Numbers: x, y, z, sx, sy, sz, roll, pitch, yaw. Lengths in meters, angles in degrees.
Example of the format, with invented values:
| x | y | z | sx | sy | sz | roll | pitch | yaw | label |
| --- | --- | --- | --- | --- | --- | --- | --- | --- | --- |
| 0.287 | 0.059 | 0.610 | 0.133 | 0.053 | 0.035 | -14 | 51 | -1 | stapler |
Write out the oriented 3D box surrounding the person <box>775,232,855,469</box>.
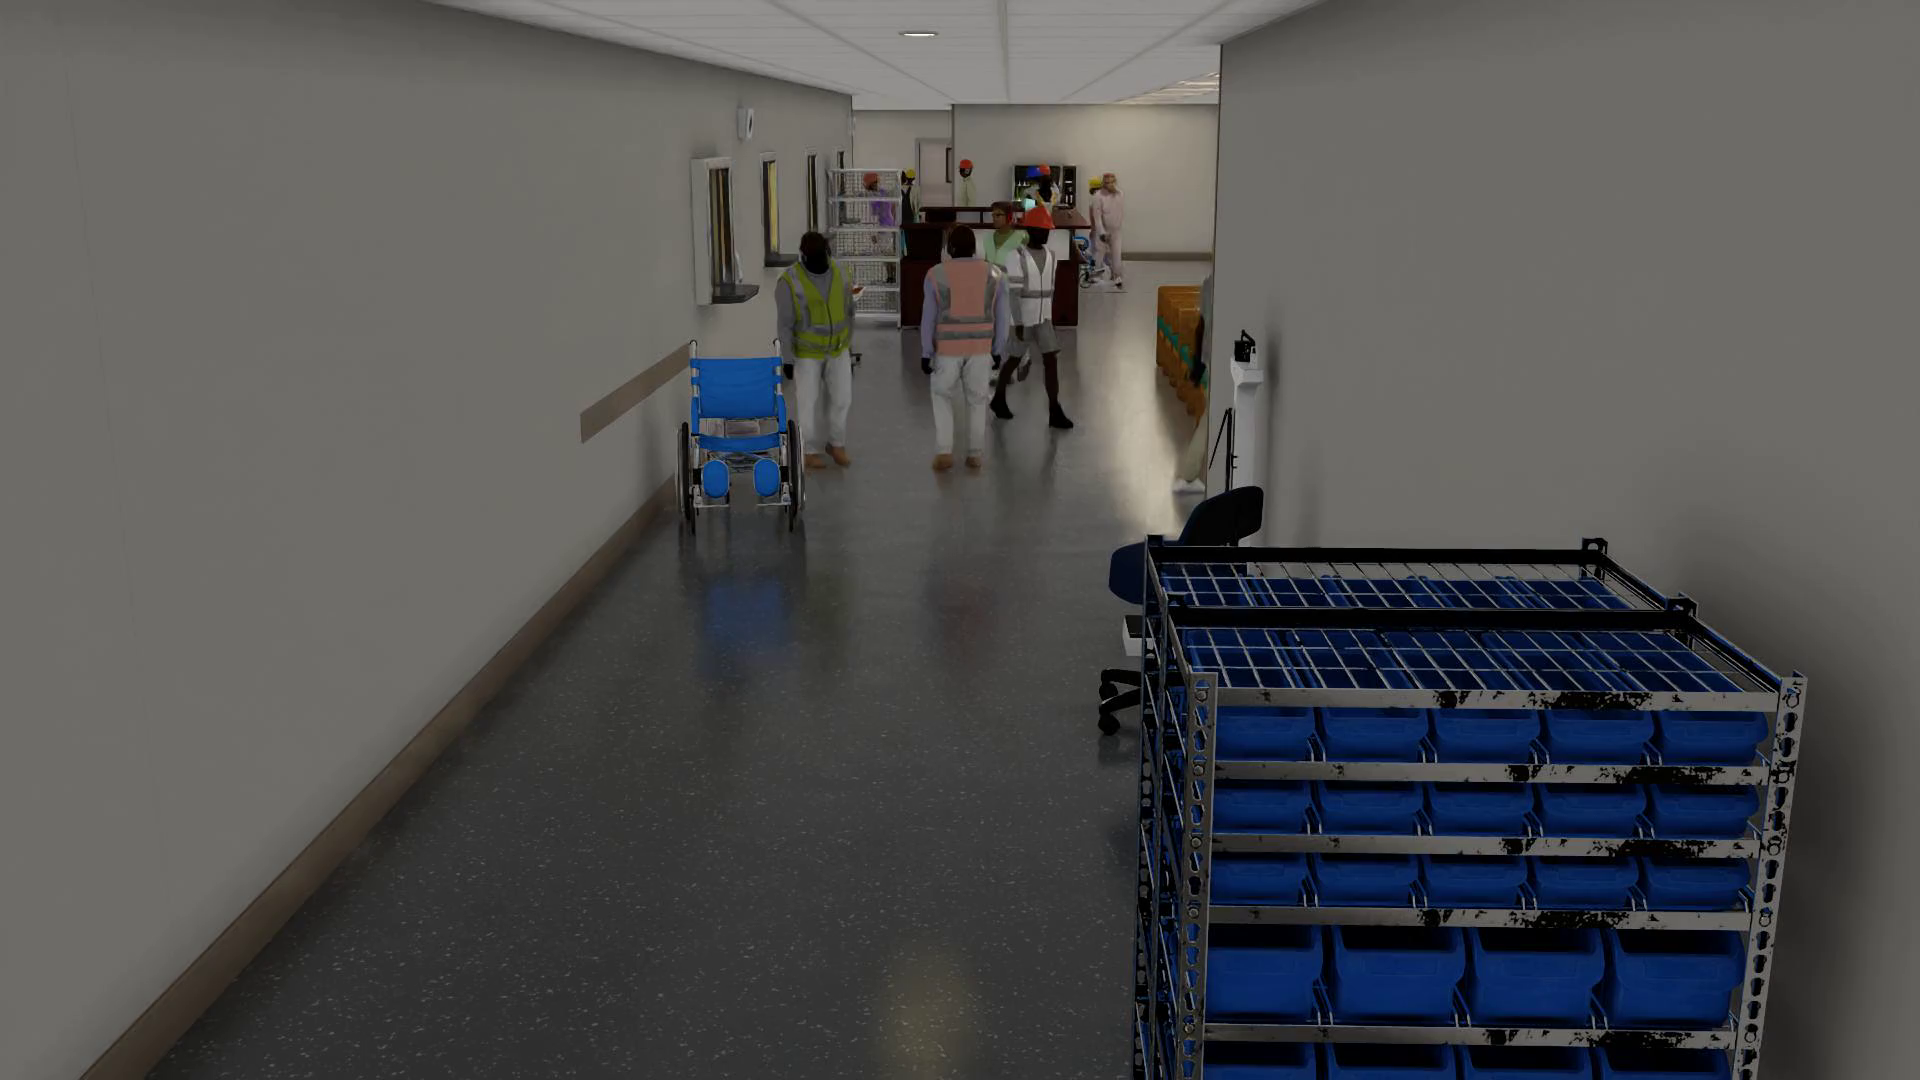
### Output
| x | y | z | sx | sy | sz | roll | pitch | yaw | label |
| --- | --- | --- | --- | --- | --- | --- | --- | --- | --- |
| -1.063 | -1.398 | 12.425 | 0.659 | 1.797 | 0.546 | -7 | 16 | -27 | person |

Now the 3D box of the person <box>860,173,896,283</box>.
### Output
| x | y | z | sx | sy | sz | roll | pitch | yaw | label |
| --- | --- | --- | --- | --- | --- | --- | --- | --- | --- |
| -1.301 | -5.027 | 26.949 | 0.596 | 1.885 | 0.591 | 3 | 14 | 13 | person |

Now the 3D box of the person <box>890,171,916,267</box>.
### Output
| x | y | z | sx | sy | sz | roll | pitch | yaw | label |
| --- | --- | --- | --- | --- | --- | --- | --- | --- | --- |
| -1.009 | -5.602 | 29.399 | 0.505 | 1.837 | 0.345 | -7 | 15 | -26 | person |

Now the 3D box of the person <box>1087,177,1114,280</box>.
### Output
| x | y | z | sx | sy | sz | roll | pitch | yaw | label |
| --- | --- | --- | --- | --- | --- | --- | --- | --- | --- |
| 2.376 | -5.187 | 27.865 | 0.549 | 1.748 | 0.553 | 4 | 14 | 17 | person |

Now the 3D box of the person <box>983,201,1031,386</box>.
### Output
| x | y | z | sx | sy | sz | roll | pitch | yaw | label |
| --- | --- | --- | --- | --- | --- | --- | --- | --- | --- |
| 0.450 | -2.448 | 16.578 | 0.587 | 1.836 | 0.435 | 13 | 19 | 42 | person |

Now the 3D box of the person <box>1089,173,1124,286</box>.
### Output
| x | y | z | sx | sy | sz | roll | pitch | yaw | label |
| --- | --- | --- | --- | --- | --- | --- | --- | --- | --- |
| 2.444 | -5.134 | 27.488 | 0.667 | 1.845 | 0.842 | -6 | 15 | -23 | person |

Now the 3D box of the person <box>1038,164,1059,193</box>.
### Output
| x | y | z | sx | sy | sz | roll | pitch | yaw | label |
| --- | --- | --- | --- | --- | --- | --- | --- | --- | --- |
| 1.493 | -5.706 | 29.626 | 0.550 | 1.928 | 0.389 | 9 | 16 | 32 | person |

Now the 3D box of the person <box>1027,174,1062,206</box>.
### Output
| x | y | z | sx | sy | sz | roll | pitch | yaw | label |
| --- | --- | --- | --- | --- | --- | --- | --- | --- | --- |
| 1.367 | -4.987 | 26.910 | 0.647 | 1.835 | 0.431 | -3 | 14 | -12 | person |

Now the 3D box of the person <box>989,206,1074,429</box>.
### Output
| x | y | z | sx | sy | sz | roll | pitch | yaw | label |
| --- | --- | --- | --- | --- | --- | --- | --- | --- | --- |
| 0.600 | -1.945 | 14.450 | 0.546 | 1.896 | 0.993 | -8 | 16 | -31 | person |

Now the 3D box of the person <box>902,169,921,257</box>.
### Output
| x | y | z | sx | sy | sz | roll | pitch | yaw | label |
| --- | --- | --- | --- | --- | --- | --- | --- | --- | --- |
| -1.024 | -6.625 | 33.698 | 0.523 | 1.760 | 0.327 | -7 | 15 | -26 | person |

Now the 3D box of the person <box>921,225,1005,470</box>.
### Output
| x | y | z | sx | sy | sz | roll | pitch | yaw | label |
| --- | --- | --- | --- | --- | --- | --- | --- | --- | --- |
| 0.021 | -1.425 | 12.433 | 0.646 | 1.840 | 0.429 | -3 | 14 | -11 | person |

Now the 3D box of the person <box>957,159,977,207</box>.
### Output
| x | y | z | sx | sy | sz | roll | pitch | yaw | label |
| --- | --- | --- | --- | --- | --- | --- | --- | --- | --- |
| 0.122 | -6.042 | 30.841 | 0.376 | 1.995 | 0.612 | -2 | 14 | -10 | person |

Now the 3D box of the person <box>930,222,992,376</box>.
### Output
| x | y | z | sx | sy | sz | roll | pitch | yaw | label |
| --- | --- | --- | --- | --- | --- | --- | --- | --- | --- |
| 0.031 | -2.531 | 17.425 | 0.503 | 1.599 | 0.796 | 11 | 18 | 38 | person |
